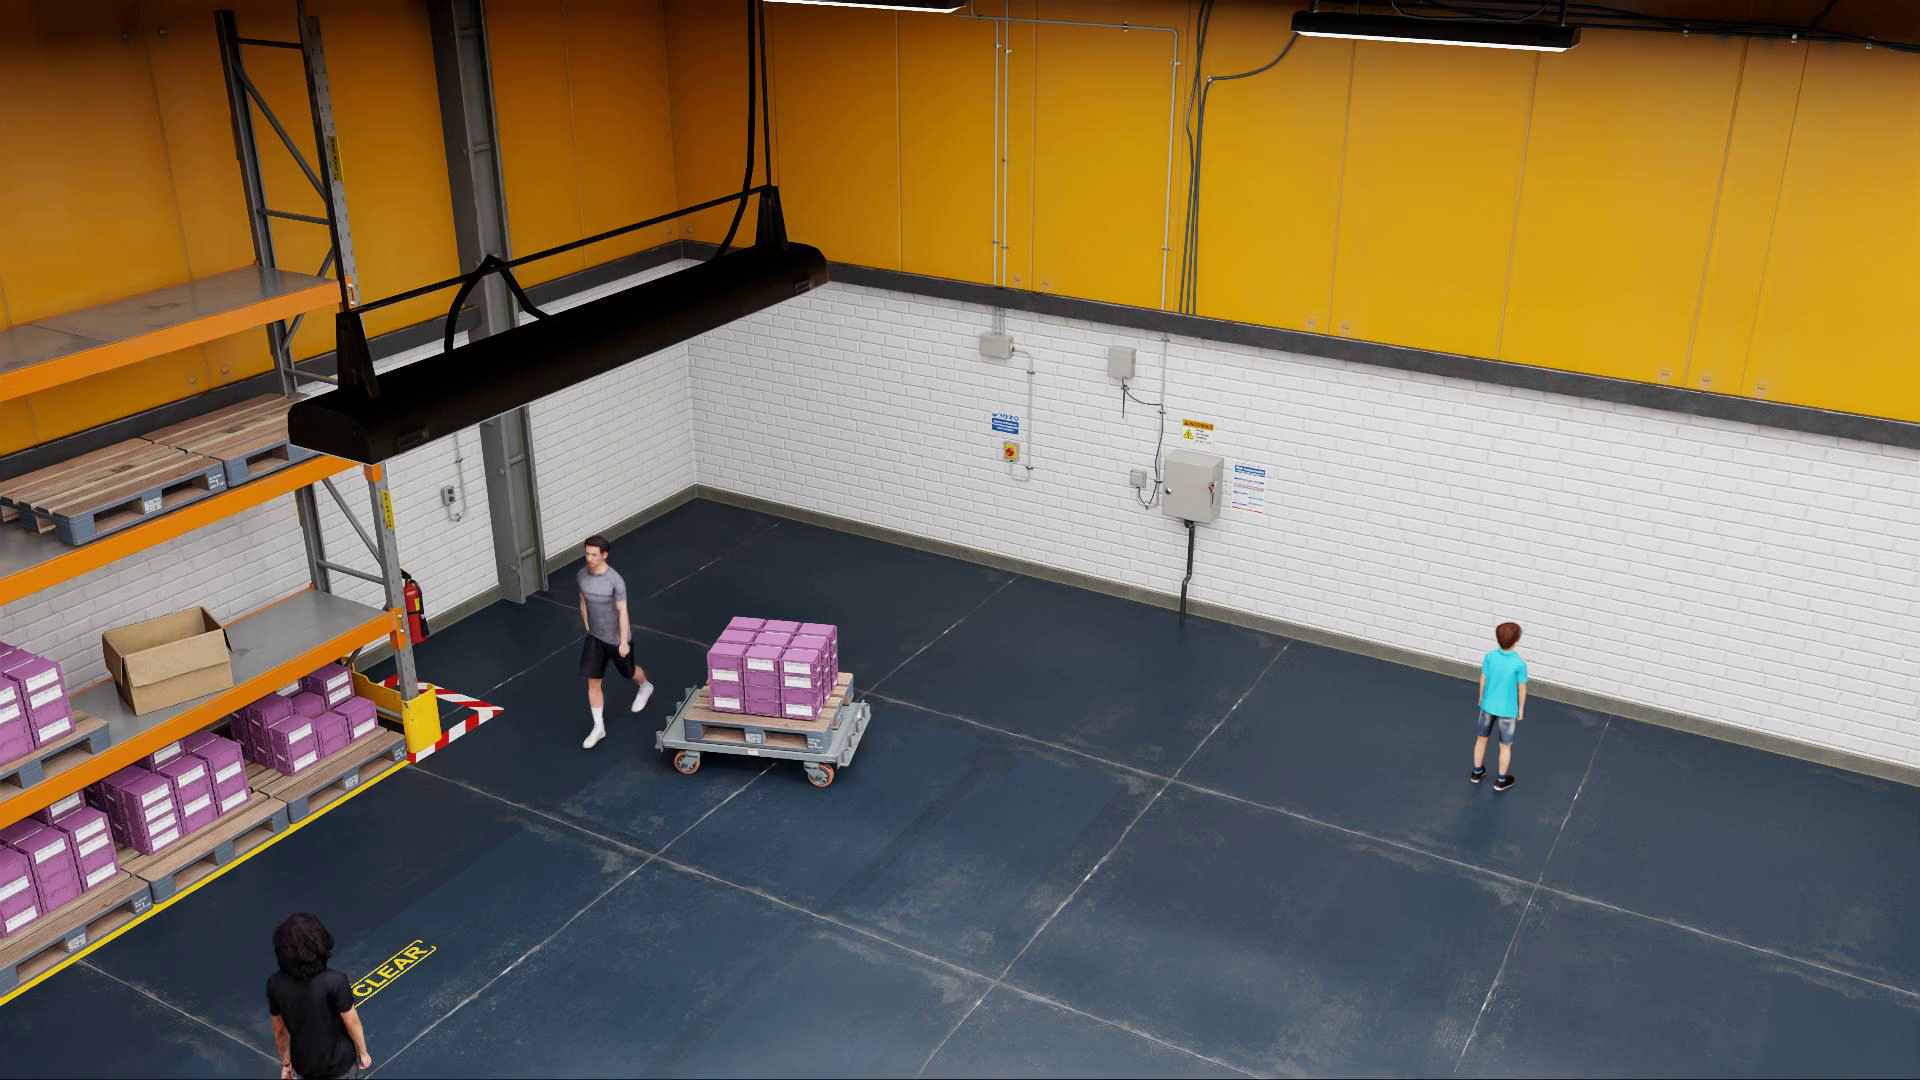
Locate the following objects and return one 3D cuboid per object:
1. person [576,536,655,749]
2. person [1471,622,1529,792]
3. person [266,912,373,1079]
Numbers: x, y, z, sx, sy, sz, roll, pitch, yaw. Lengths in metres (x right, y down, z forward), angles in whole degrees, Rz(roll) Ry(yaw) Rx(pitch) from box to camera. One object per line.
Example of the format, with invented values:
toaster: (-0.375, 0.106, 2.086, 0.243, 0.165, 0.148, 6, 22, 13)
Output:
person: (-2.941, 0.781, 14.231, 0.769, 1.842, 1.237, 9, 25, 20)
person: (4.372, 1.328, 13.471, 0.550, 1.448, 0.512, 18, 29, 36)
person: (-3.599, 2.939, 9.320, 0.766, 1.820, 0.811, 1, 24, 1)
